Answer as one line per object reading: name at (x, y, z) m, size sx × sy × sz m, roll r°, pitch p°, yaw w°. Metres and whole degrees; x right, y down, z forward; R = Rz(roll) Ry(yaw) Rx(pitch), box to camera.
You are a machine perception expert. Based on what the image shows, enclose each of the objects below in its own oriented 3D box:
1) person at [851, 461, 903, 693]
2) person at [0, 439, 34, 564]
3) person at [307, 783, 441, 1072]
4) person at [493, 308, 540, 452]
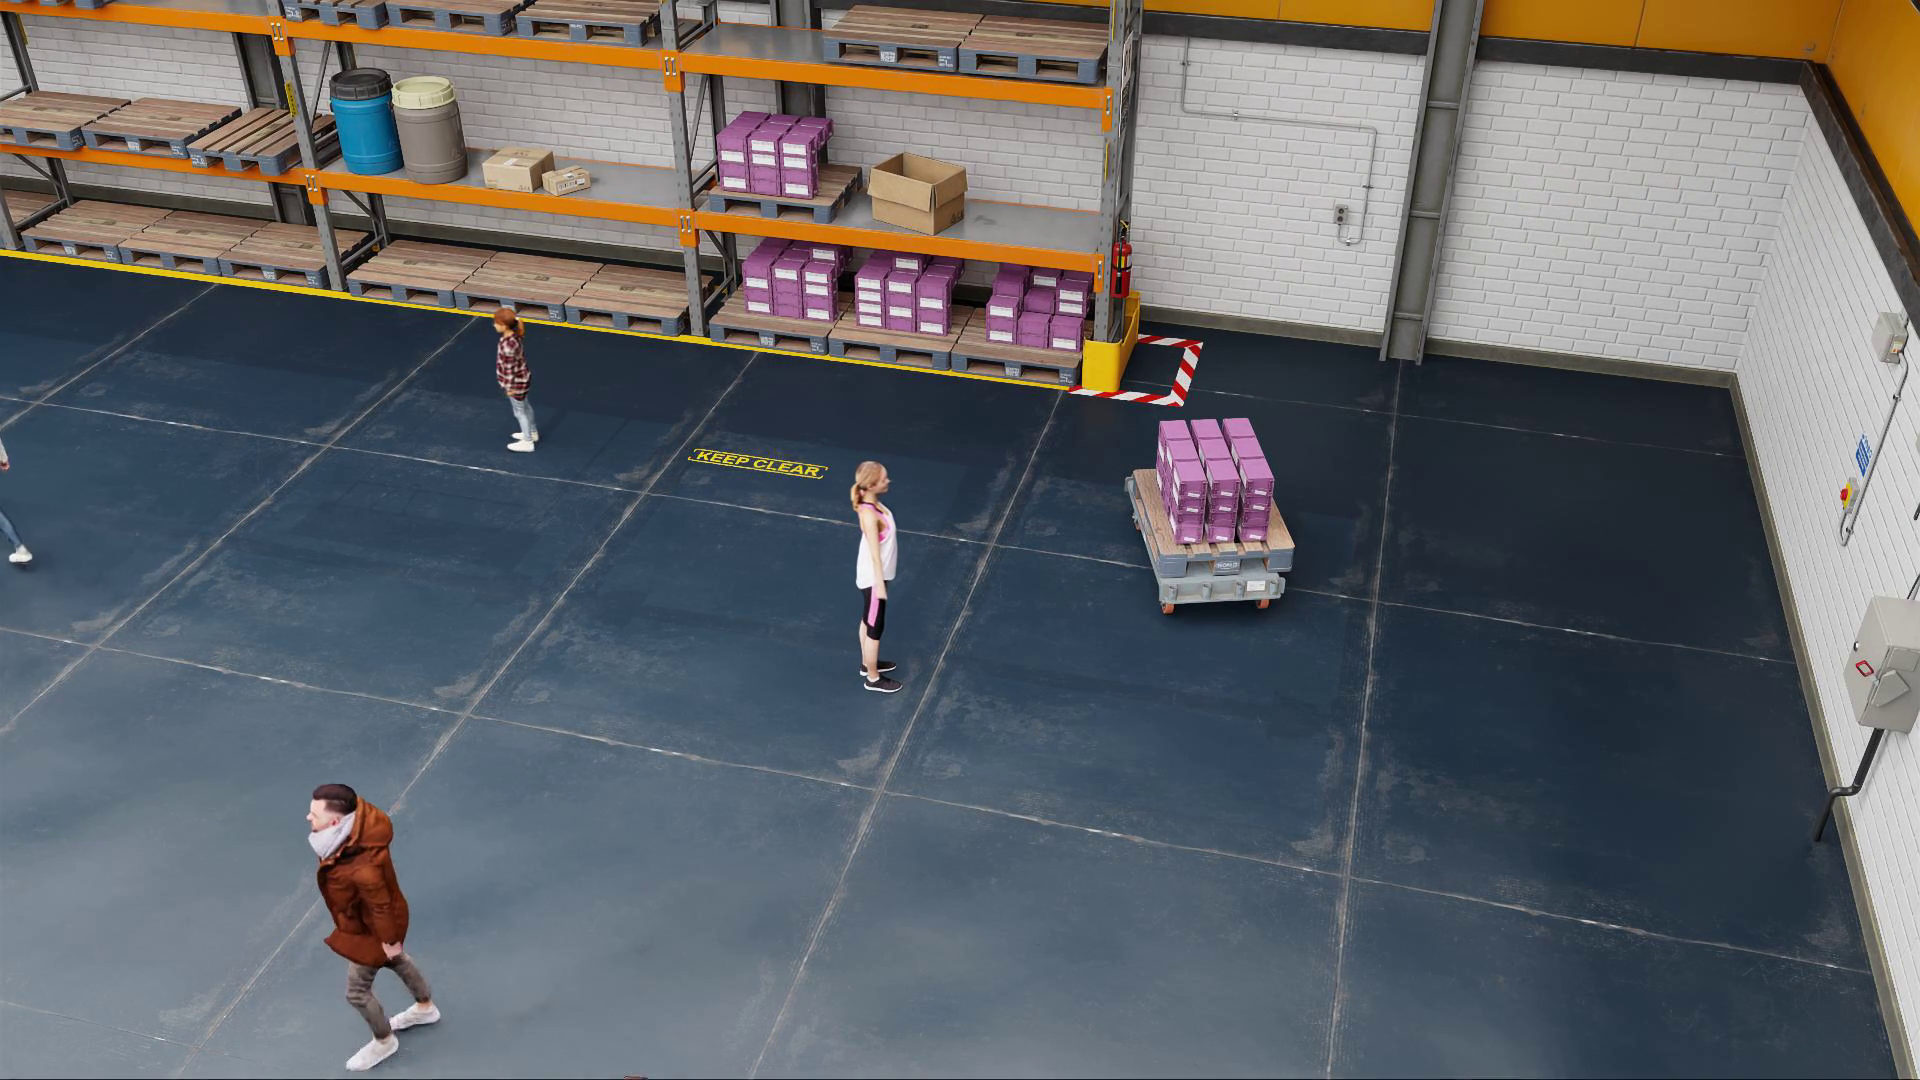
person at (-0.596, 0.241, 11.341) m, size 0.657 × 1.788 × 0.675 m, roll -5°, pitch 34°, yaw -7°
person at (-7.480, -0.538, 12.681) m, size 1.158 × 1.602 × 0.798 m, roll 18°, pitch 38°, yaw 25°
person at (-2.991, 1.966, 8.719) m, size 0.968 × 1.818 × 0.911 m, roll -15°, pitch 36°, yaw -21°
person at (-3.786, -1.382, 14.219) m, size 0.590 × 1.306 × 0.581 m, roll -2°, pitch 34°, yaw -3°
